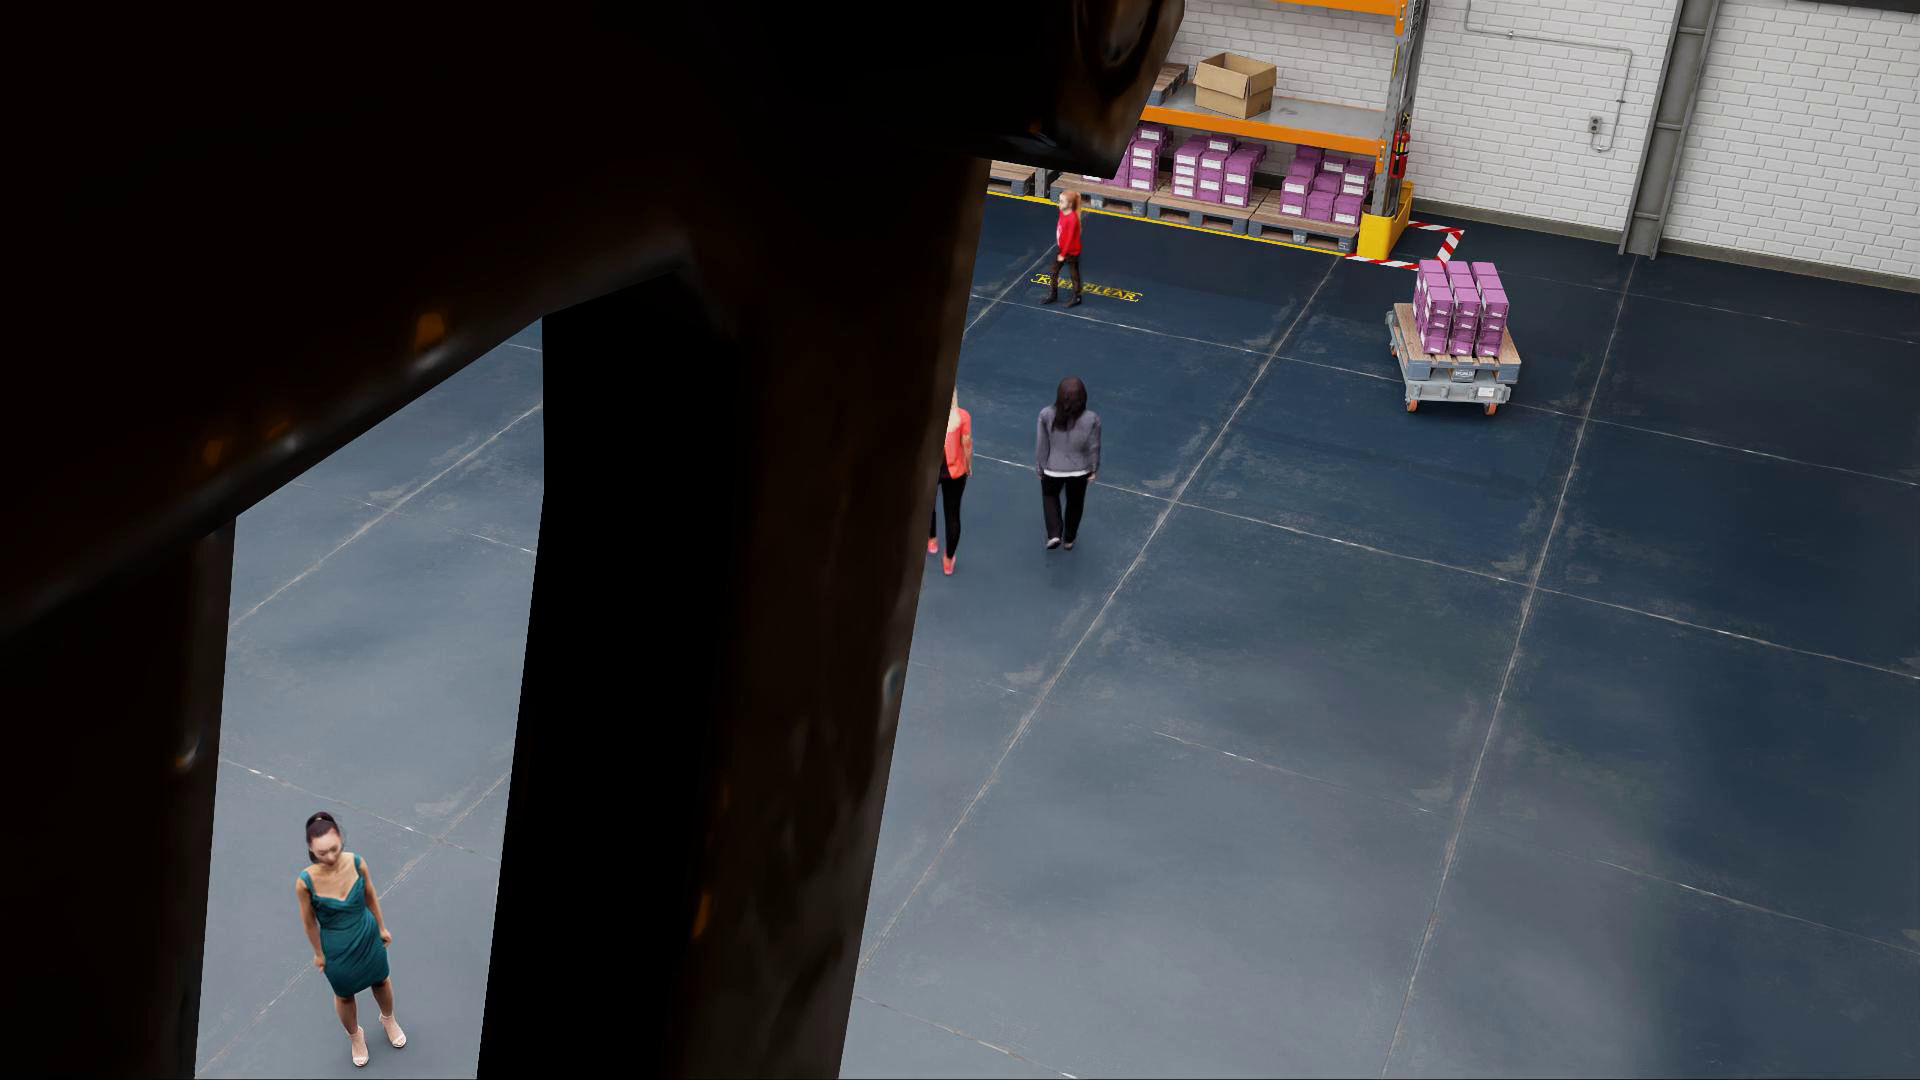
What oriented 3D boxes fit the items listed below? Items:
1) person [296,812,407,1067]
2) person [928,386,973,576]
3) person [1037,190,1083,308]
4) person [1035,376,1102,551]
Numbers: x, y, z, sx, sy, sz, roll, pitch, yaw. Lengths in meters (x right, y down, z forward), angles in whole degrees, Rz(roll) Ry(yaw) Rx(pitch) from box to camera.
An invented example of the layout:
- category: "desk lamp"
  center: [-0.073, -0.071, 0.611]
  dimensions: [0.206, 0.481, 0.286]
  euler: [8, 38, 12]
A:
- category: "person"
  center: [-3.295, 2.162, 8.985]
  dimensions: [0.622, 1.691, 0.630]
  euler: [-21, 39, -29]
- category: "person"
  center: [-0.133, -0.465, 12.953]
  dimensions: [0.827, 1.676, 0.851]
  euler: [-1, 34, -2]
- category: "person"
  center: [1.173, -2.993, 17.127]
  dimensions: [0.757, 1.265, 0.718]
  euler: [-16, 37, -22]
- category: "person"
  center: [0.836, -0.559, 13.178]
  dimensions: [0.814, 1.584, 0.862]
  euler: [3, 34, 4]
